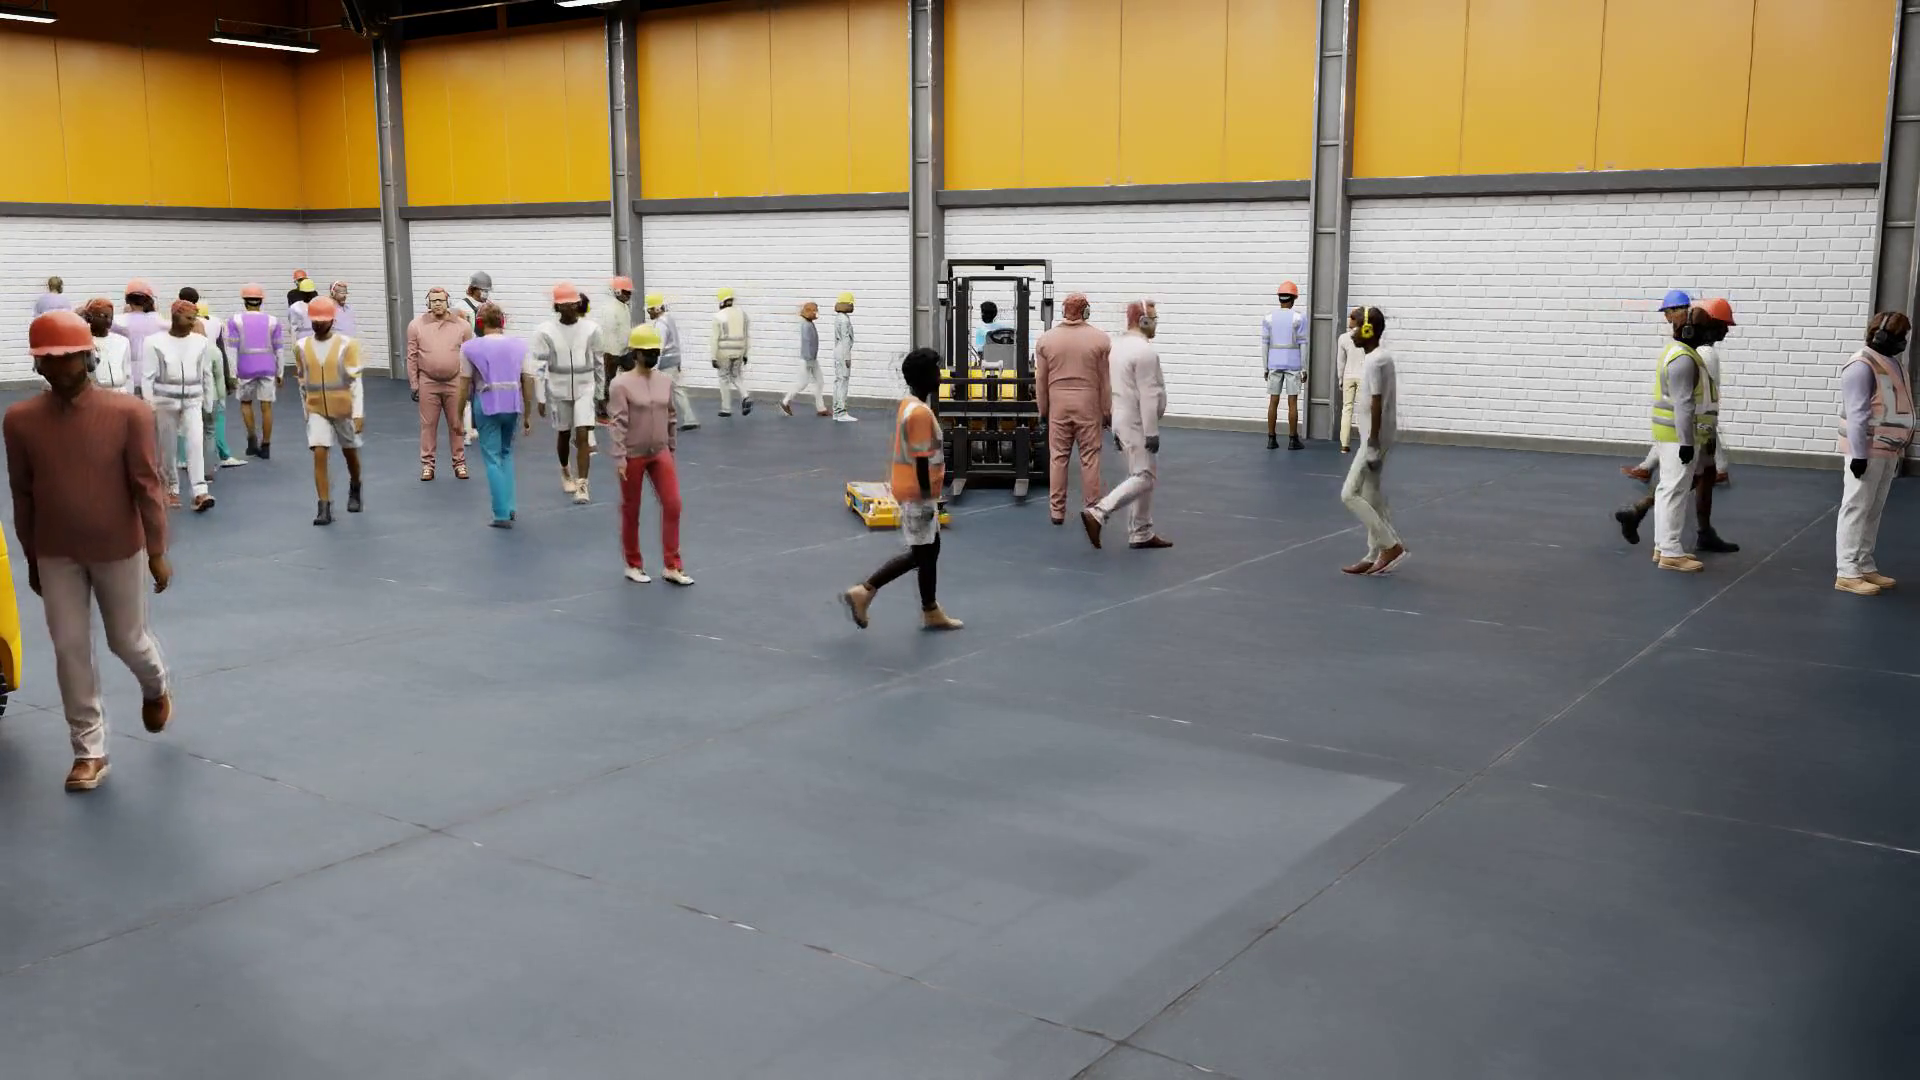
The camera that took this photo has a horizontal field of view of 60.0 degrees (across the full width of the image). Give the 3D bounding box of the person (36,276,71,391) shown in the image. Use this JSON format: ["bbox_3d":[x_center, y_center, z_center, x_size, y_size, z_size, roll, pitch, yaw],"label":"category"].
[{"bbox_3d":[-14.161,-3.175,26.128,0.645,1.924,0.439,5,11,27],"label":"person"}]

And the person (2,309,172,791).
[{"bbox_3d":[-3.626,0.013,6.989,0.616,1.970,0.737,-2,10,-10],"label":"person"}]

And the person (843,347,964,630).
[{"bbox_3d":[-0.323,-0.269,9.571,0.648,1.677,0.535,-1,10,-6],"label":"person"}]

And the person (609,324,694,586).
[{"bbox_3d":[-2.039,-0.548,10.996,0.543,1.735,0.719,-8,13,-41],"label":"person"}]

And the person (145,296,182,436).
[{"bbox_3d":[-9.947,-2.147,20.427,1.002,1.788,0.635,-1,10,-7],"label":"person"}]

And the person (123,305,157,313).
[{"bbox_3d":[-13.626,-3.365,27.719,0.524,1.770,0.315,-5,11,-26],"label":"person"}]

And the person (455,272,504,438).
[{"bbox_3d":[-5.843,-2.276,20.417,0.536,2.000,0.672,5,11,28],"label":"person"}]

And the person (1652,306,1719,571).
[{"bbox_3d":[5.093,-0.713,11.706,0.429,1.844,0.627,3,10,17],"label":"person"}]

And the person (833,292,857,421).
[{"bbox_3d":[-1.556,-2.480,22.532,0.323,1.738,0.493,-3,10,-16],"label":"person"}]

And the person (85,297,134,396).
[{"bbox_3d":[-7.129,-1.072,13.768,0.569,1.867,0.571,5,11,30],"label":"person"}]

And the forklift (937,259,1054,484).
[{"bbox_3d":[0.370,-1.738,16.759,1.214,2.155,2.313,1,10,3],"label":"forklift"}]

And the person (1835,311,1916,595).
[{"bbox_3d":[5.987,-0.573,10.879,0.624,1.840,0.429,-9,13,-42],"label":"person"}]

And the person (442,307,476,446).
[{"bbox_3d":[-5.848,-1.890,19.359,0.564,1.621,0.381,-9,13,-43],"label":"person"}]

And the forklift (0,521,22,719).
[{"bbox_3d":[-5.296,-0.090,6.943,1.214,2.155,2.313,7,12,35],"label":"forklift"}]

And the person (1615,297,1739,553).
[{"bbox_3d":[5.372,-0.846,12.326,0.807,1.904,0.549,2,10,14],"label":"person"}]

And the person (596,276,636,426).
[{"bbox_3d":[-4.384,-2.453,21.720,0.893,1.951,0.622,2,10,13],"label":"person"}]

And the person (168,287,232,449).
[{"bbox_3d":[-7.903,-1.649,17.118,0.607,1.885,0.739,6,11,34],"label":"person"}]

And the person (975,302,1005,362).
[{"bbox_3d":[0.332,-2.120,20.628,0.542,1.654,0.866,-7,12,-38],"label":"person"}]

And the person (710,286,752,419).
[{"bbox_3d":[-3.133,-2.554,22.738,0.611,1.812,0.494,-9,13,-41],"label":"person"}]

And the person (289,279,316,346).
[{"bbox_3d":[-9.955,-3.053,25.488,0.591,1.898,0.900,-9,13,-42],"label":"person"}]

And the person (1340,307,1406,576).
[{"bbox_3d":[2.798,-0.665,11.382,0.371,1.847,0.534,4,10,21],"label":"person"}]

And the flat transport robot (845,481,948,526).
[{"bbox_3d":[-0.554,-0.324,14.055,0.652,0.197,1.431,-2,10,-11],"label":"flat transport robot"}]

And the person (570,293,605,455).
[{"bbox_3d":[-4.271,-1.869,18.716,0.501,1.809,1.029,-6,11,-33],"label":"person"}]

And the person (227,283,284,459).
[{"bbox_3d":[-7.743,-1.859,18.289,0.580,1.917,0.607,-5,11,-30],"label":"person"}]

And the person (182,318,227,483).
[{"bbox_3d":[-7.373,-1.340,16.095,0.505,1.621,0.467,-4,10,-21],"label":"person"}]

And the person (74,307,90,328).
[{"bbox_3d":[-10.321,-1.944,19.693,0.691,1.610,0.536,9,13,42],"label":"person"}]

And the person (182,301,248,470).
[{"bbox_3d":[-7.773,-1.601,17.262,0.738,1.736,0.553,-5,11,-29],"label":"person"}]

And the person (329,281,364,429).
[{"bbox_3d":[-8.010,-2.390,21.516,0.407,1.903,0.639,3,10,17],"label":"person"}]

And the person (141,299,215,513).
[{"bbox_3d":[-6.712,-1.147,14.333,0.621,1.813,0.996,-8,12,-38],"label":"person"}]

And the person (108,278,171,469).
[{"bbox_3d":[-8.158,-1.593,16.560,0.868,2.000,0.642,8,12,40],"label":"person"}]

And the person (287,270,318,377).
[{"bbox_3d":[-12.212,-4.020,30.942,0.375,1.995,0.611,7,12,36],"label":"person"}]

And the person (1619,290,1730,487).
[{"bbox_3d":[6.933,-1.445,15.959,1.054,1.873,0.616,3,10,18],"label":"person"}]

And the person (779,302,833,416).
[{"bbox_3d":[-2.150,-2.508,23.108,0.750,1.609,0.501,1,10,8],"label":"person"}]

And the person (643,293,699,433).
[{"bbox_3d":[-3.724,-2.209,20.829,0.924,1.768,0.629,-1,10,-3],"label":"person"}]

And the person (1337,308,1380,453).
[{"bbox_3d":[4.480,-1.783,18.685,0.502,1.636,0.280,6,11,33],"label":"person"}]

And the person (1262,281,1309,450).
[{"bbox_3d":[3.729,-1.993,19.055,0.543,1.933,0.364,5,11,27],"label":"person"}]

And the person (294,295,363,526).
[{"bbox_3d":[-5.233,-1.106,13.920,0.555,1.898,0.959,-1,10,-5],"label":"person"}]

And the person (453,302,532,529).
[{"bbox_3d":[-3.819,-1.012,13.531,0.621,1.823,0.574,9,13,43],"label":"person"}]

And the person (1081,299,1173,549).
[{"bbox_3d":[1.259,-0.839,12.318,0.686,1.886,0.652,-2,10,-10],"label":"person"}]

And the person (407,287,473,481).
[{"bbox_3d":[-5.115,-1.538,16.422,0.638,1.909,0.408,-4,10,-20],"label":"person"}]

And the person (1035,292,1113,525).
[{"bbox_3d":[0.945,-1.068,13.621,0.642,1.910,0.401,3,10,16],"label":"person"}]

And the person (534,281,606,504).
[{"bbox_3d":[-3.541,-1.360,15.123,0.624,2.000,1.042,-3,10,-15],"label":"person"}]
